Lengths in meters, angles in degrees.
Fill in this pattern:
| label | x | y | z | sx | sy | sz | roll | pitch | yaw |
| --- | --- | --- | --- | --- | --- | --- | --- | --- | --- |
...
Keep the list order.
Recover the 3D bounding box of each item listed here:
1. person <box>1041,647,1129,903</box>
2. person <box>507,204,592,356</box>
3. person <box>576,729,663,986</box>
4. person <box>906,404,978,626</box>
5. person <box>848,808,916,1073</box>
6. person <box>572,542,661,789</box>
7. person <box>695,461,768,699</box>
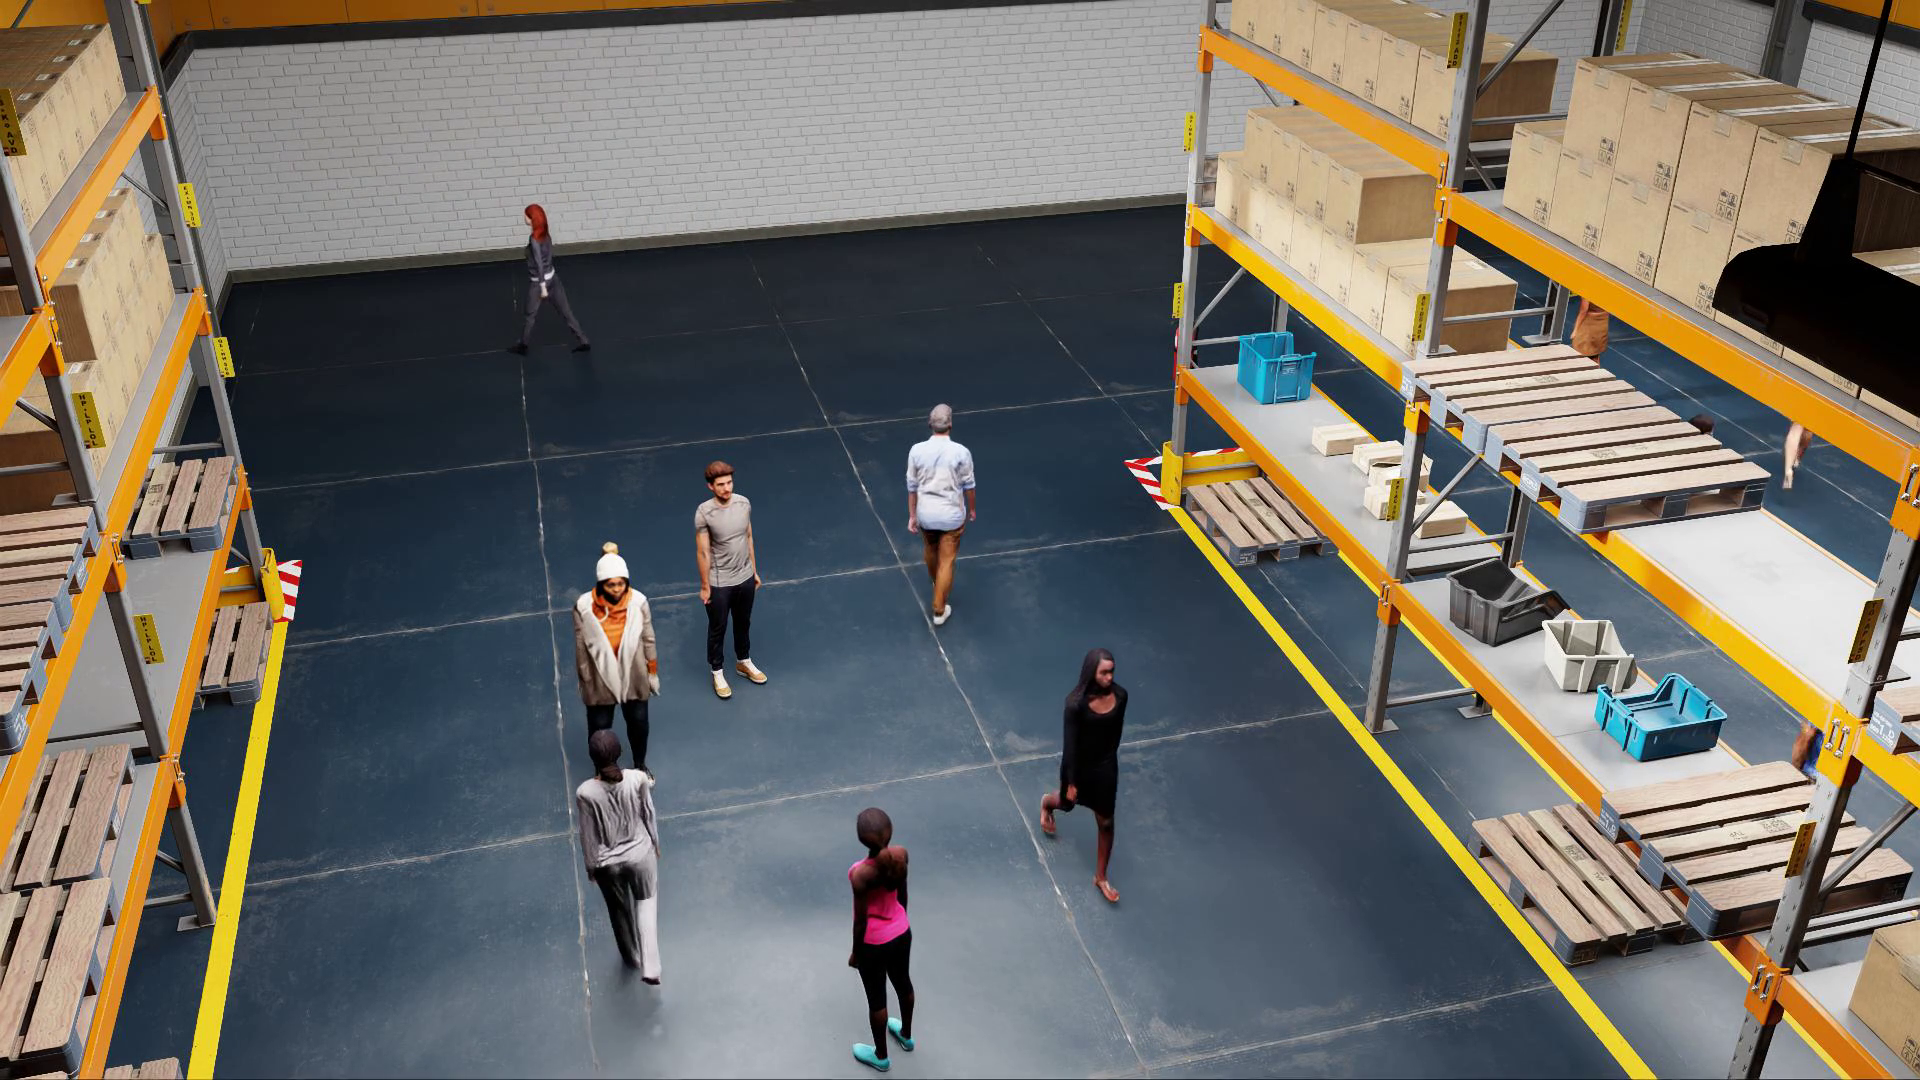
| label | x | y | z | sx | sy | sz | roll | pitch | yaw |
| --- | --- | --- | --- | --- | --- | --- | --- | --- | --- |
| person | 0.775 | 1.408 | 10.567 | 0.745 | 1.687 | 1.187 | -11 | 30 | -19 |
| person | -4.468 | -2.797 | 18.231 | 0.959 | 1.729 | 1.201 | 3 | 29 | 5 |
| person | -1.933 | 1.885 | 9.618 | 0.605 | 1.757 | 0.845 | -8 | 30 | -15 |
| person | -0.167 | -0.161 | 13.330 | 1.019 | 1.795 | 1.159 | 9 | 30 | 16 |
| person | -0.418 | 2.181 | 9.109 | 0.652 | 1.726 | 0.682 | -24 | 37 | -37 |
| person | -2.352 | 0.863 | 11.354 | 0.710 | 1.890 | 0.647 | -9 | 30 | -15 |
| person | -1.736 | 0.265 | 12.444 | 0.733 | 1.895 | 0.704 | -21 | 35 | -33 |
